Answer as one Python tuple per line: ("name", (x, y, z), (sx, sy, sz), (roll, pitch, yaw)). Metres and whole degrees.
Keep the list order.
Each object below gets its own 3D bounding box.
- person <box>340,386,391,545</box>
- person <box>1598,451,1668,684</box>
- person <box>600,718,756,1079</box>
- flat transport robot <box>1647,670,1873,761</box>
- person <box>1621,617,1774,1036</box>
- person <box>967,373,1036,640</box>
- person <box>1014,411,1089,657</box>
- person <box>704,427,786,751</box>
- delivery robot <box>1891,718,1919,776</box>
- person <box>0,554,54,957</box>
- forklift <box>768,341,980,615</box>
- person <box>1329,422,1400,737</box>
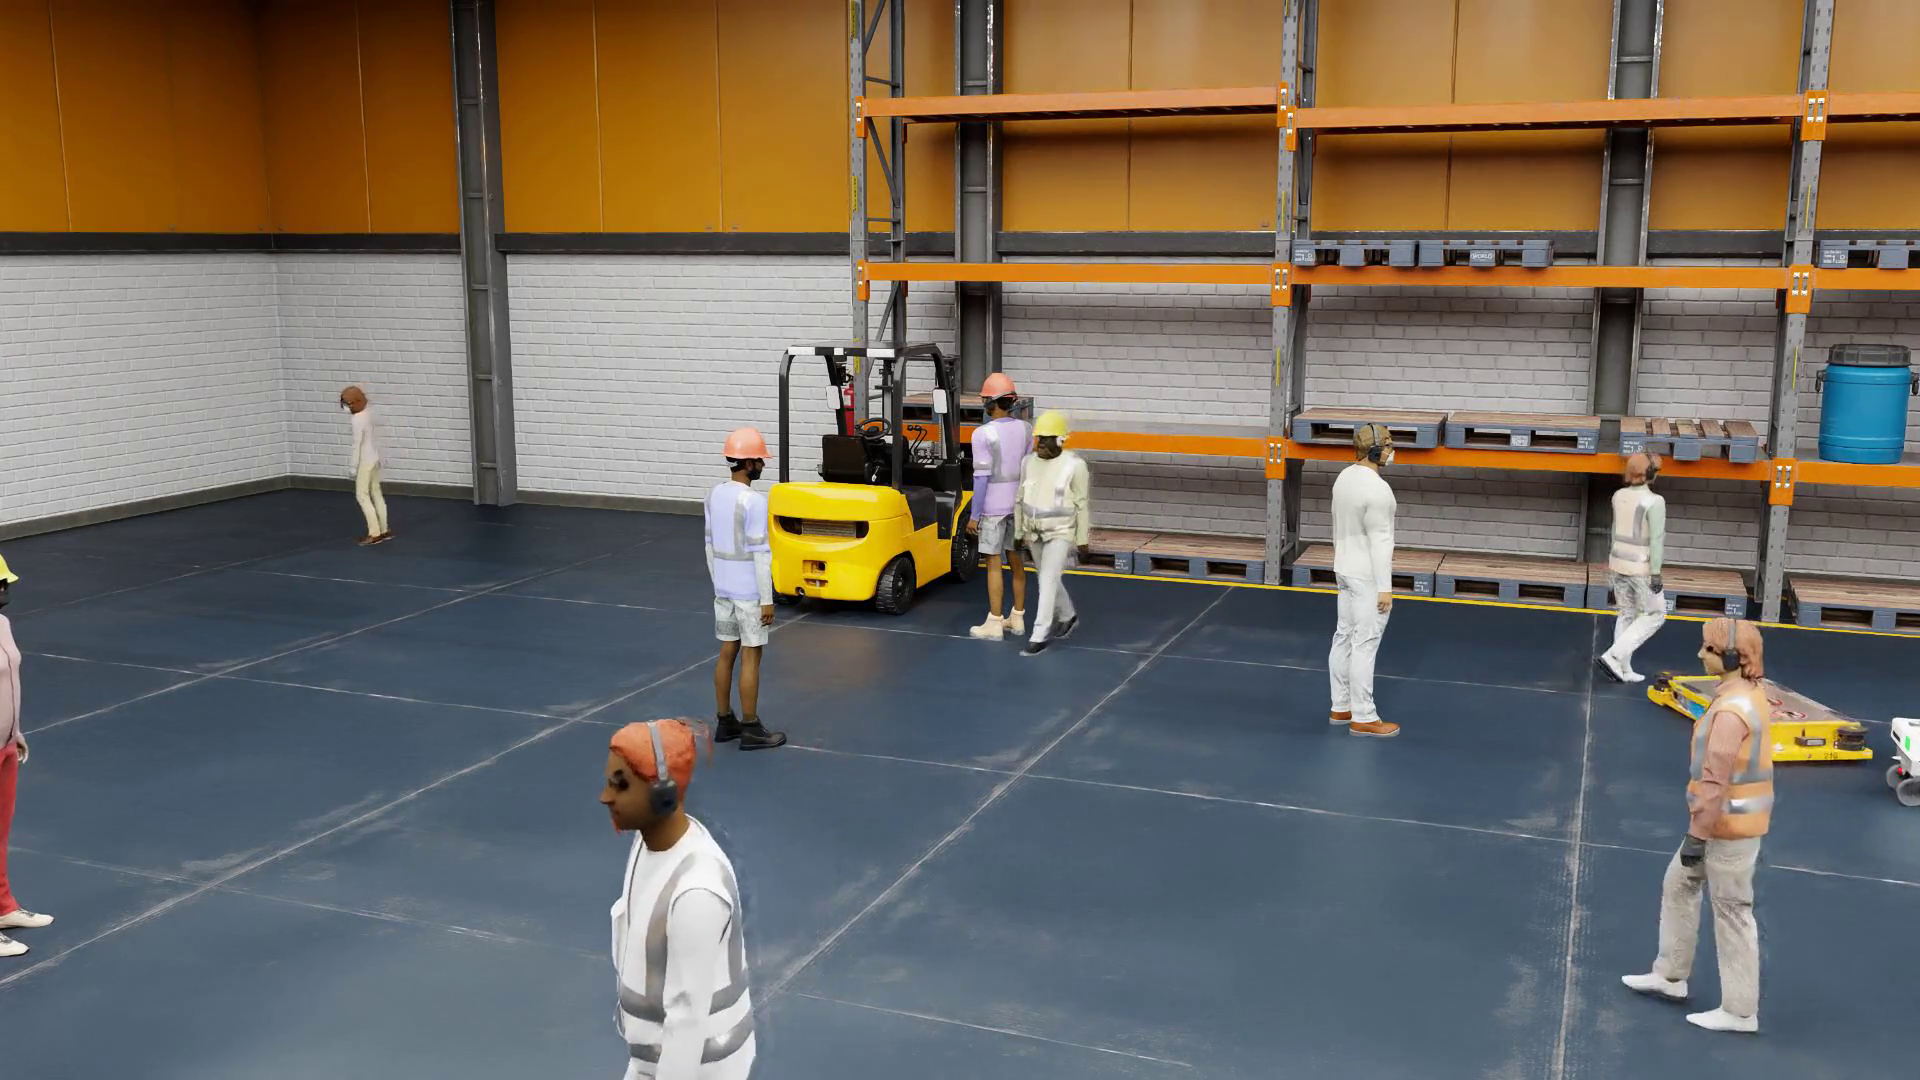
("person", (-6.003, -0.768, 16.800), (0.348, 1.607, 0.656), (-1, 10, -3))
("person", (4.592, 0.205, 11.335), (0.398, 1.621, 0.531), (-3, 10, -14))
("person", (-0.838, 1.368, 4.209), (0.854, 1.852, 0.612), (-5, 11, -24))
("flat transport robot", (4.915, 1.067, 10.304), (0.652, 0.197, 1.431), (-1, 10, -4))
("person", (2.843, 1.087, 6.436), (0.628, 1.618, 0.540), (6, 12, 28))
("person", (0.294, -0.254, 12.726), (0.605, 2.044, 0.375), (-10, 14, -43))
("person", (0.691, -0.080, 12.463), (0.593, 1.800, 0.862), (8, 13, 39))
("person", (-1.286, 0.288, 10.005), (0.375, 1.935, 0.551), (-9, 14, -42))
("delivery robot", (5.436, 1.118, 8.969), (0.707, 0.478, 0.477), (3, 11, 17))
("person", (-4.154, 0.887, 7.145), (0.329, 1.769, 0.526), (-1, 10, -8))
("forklift", (-0.739, -0.602, 14.246), (1.214, 2.155, 2.313), (4, 11, 21))
("person", (2.500, 0.240, 10.271), (0.372, 1.940, 0.630), (-2, 10, -12))
